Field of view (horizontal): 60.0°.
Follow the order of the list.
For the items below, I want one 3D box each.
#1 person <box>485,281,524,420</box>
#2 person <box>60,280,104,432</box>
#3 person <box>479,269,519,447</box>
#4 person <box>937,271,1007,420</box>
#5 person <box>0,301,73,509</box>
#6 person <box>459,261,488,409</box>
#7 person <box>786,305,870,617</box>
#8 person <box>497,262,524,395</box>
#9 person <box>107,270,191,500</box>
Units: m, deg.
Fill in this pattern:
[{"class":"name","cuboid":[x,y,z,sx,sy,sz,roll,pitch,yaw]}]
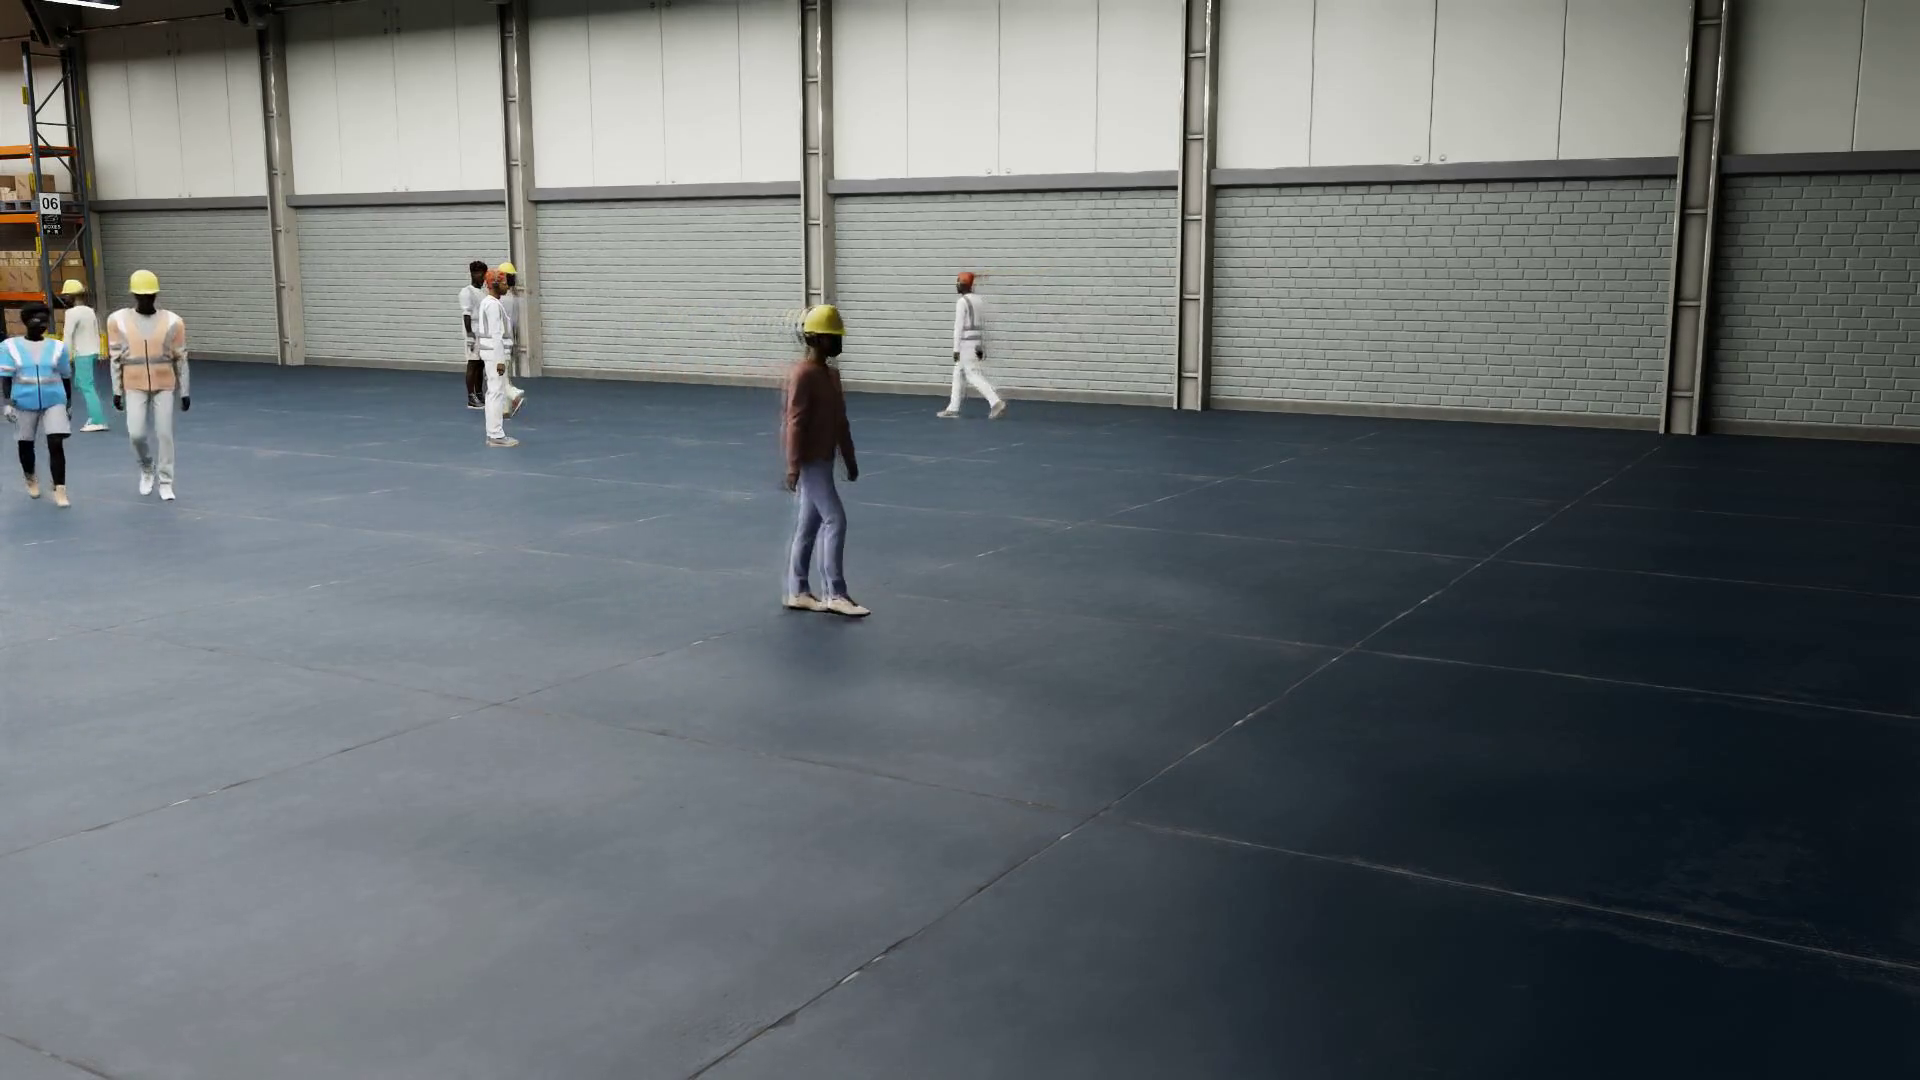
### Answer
[{"class":"person","cuboid":[-5.605,-2.384,20.453,0.528,1.857,0.527,5,11,26]},{"class":"person","cuboid":[-10.140,-2.114,19.174,0.498,1.751,0.539,0,10,-3]},{"class":"person","cuboid":[-4.932,-1.933,17.713,0.339,1.883,0.584,-4,10,-22]},{"class":"person","cuboid":[0.162,-2.412,20.652,0.937,1.850,0.585,4,10,22]},{"class":"person","cuboid":[-7.479,-1.106,13.499,0.533,1.665,0.735,-6,11,-32]},{"class":"person","cuboid":[-6.417,-2.728,22.151,0.380,1.958,0.601,1,10,7]},{"class":"person","cuboid":[-0.701,-0.435,9.320,0.686,1.740,0.554,3,10,17]},{"class":"person","cuboid":[-6.626,-3.096,24.388,0.356,1.930,0.587,-1,10,-4]},{"class":"person","cuboid":[-6.697,-1.274,13.777,0.597,1.908,0.415,-5,11,-26]}]
